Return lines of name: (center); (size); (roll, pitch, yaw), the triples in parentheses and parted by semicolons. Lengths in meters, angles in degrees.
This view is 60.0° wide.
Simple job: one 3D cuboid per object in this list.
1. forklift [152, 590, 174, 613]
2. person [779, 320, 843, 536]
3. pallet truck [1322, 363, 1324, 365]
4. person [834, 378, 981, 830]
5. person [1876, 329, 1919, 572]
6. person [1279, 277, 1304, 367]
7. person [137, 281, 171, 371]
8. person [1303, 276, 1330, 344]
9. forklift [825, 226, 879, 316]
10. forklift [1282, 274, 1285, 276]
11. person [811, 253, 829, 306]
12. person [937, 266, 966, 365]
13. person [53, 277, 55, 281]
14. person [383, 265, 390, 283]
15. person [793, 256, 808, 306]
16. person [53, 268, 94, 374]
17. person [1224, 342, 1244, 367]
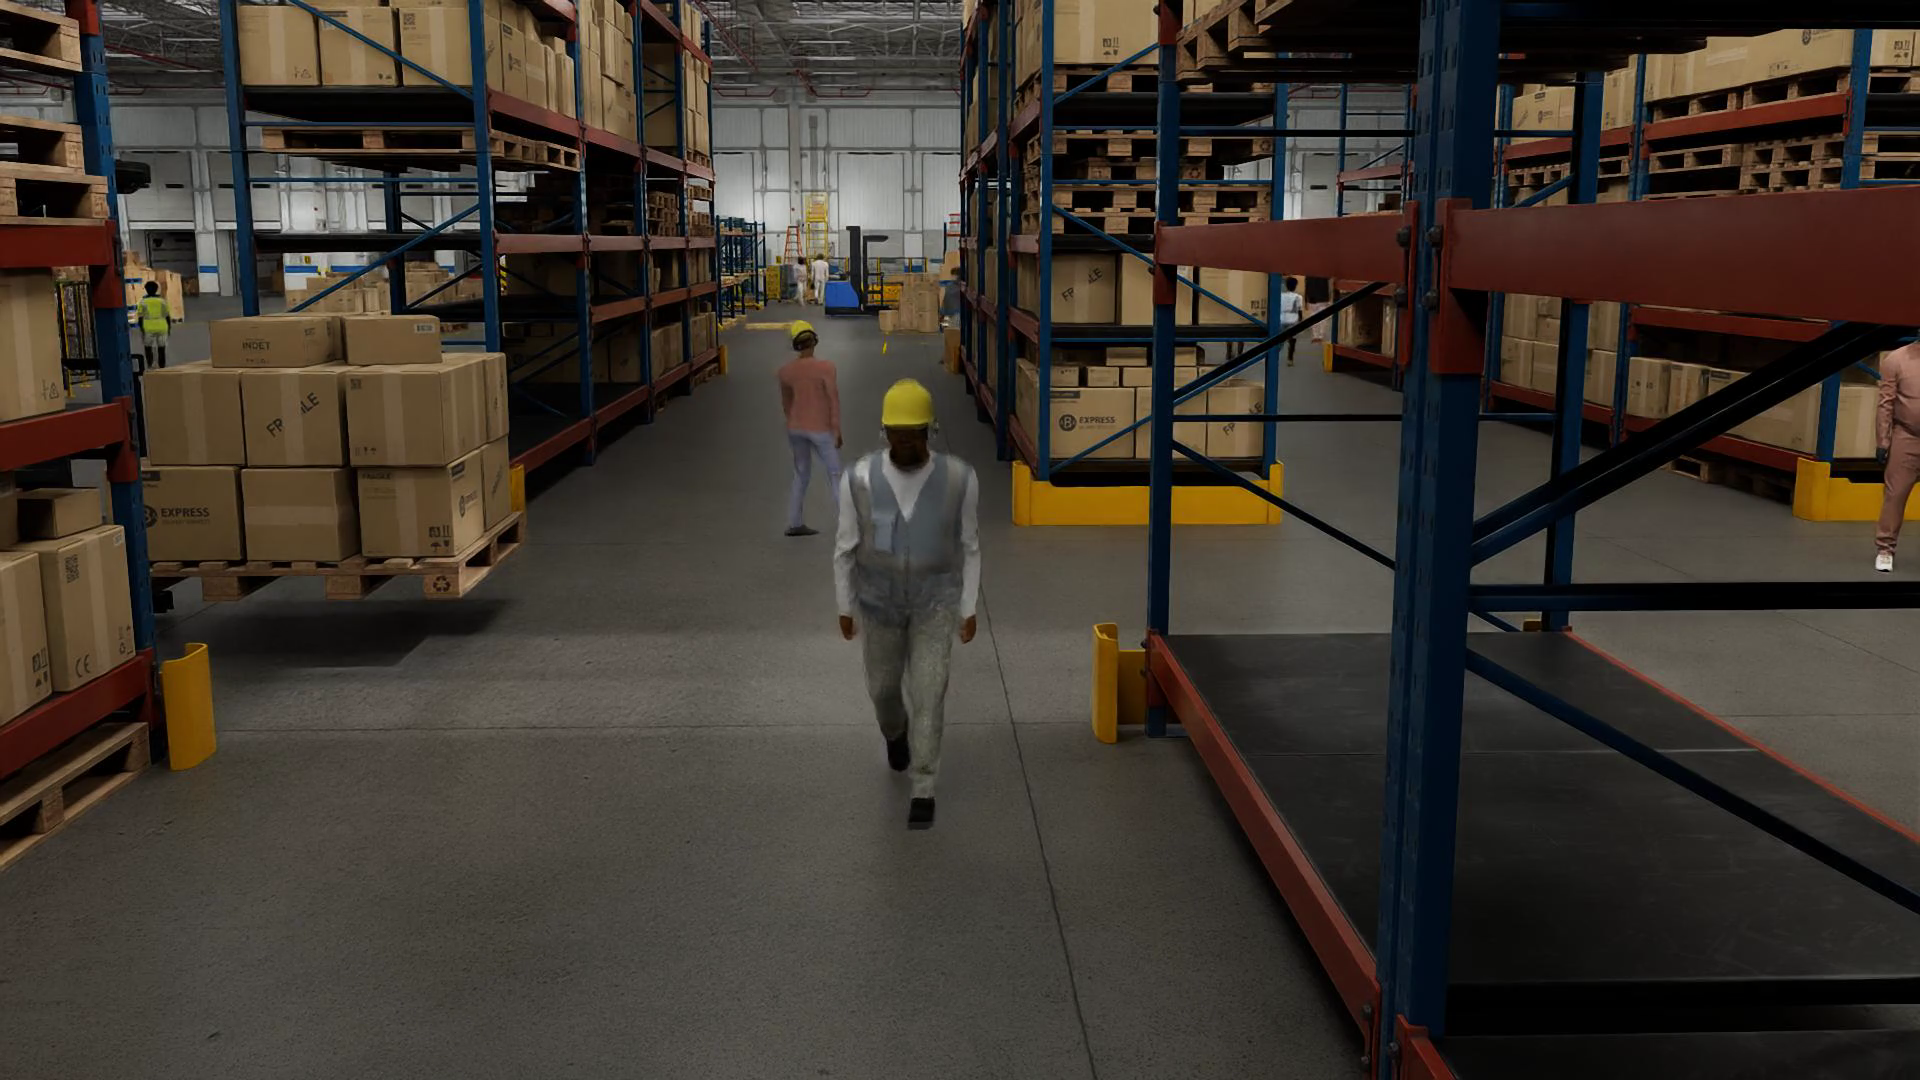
forklift: (-5.858, -0.811, 9.639); (1.873, 2.768, 1.129); (-1, 10, -3)
person: (-1.136, -0.859, 13.120); (0.614, 1.733, 0.358); (5, 11, 24)
pallet truck: (7.712, -4.157, 30.737); (1.885, 1.965, 0.823); (3, 11, 16)
person: (-0.213, 0.221, 6.897); (0.600, 1.809, 0.772); (0, 10, 2)
person: (6.815, -0.694, 11.736); (0.641, 1.899, 0.398); (4, 11, 23)
person: (6.174, -4.084, 31.194); (0.544, 1.679, 0.392); (7, 13, 36)
person: (-13.803, -3.599, 28.518); (0.540, 1.681, 0.508); (-6, 12, -32)
person: (8.170, -5.472, 38.195); (0.598, 1.955, 0.640); (-10, 14, -43)
forklift: (-3.295, -8.436, 52.114); (1.873, 2.768, 1.129); (0, 10, -2)
forklift: (11.698, -9.590, 58.546); (1.873, 2.768, 1.129); (-9, 13, -40)
person: (-5.132, -9.556, 61.024); (0.636, 1.922, 0.433); (0, 10, 1)
person: (0.004, -4.316, 31.960); (1.006, 1.895, 0.651); (-7, 12, -35)
person: (-20.502, -5.291, 37.138); (0.361, 1.965, 0.613); (8, 13, 39)
person: (-15.704, -6.949, 46.173); (0.535, 2.000, 0.713); (0, 10, -3)
person: (-5.797, -9.382, 60.334); (0.520, 1.827, 0.620); (9, 13, 40)
person: (-15.482, -3.765, 28.866); (0.773, 1.879, 0.685); (6, 12, 28)
person: (5.242, -4.227, 31.428); (0.546, 1.888, 0.822); (2, 10, 8)
